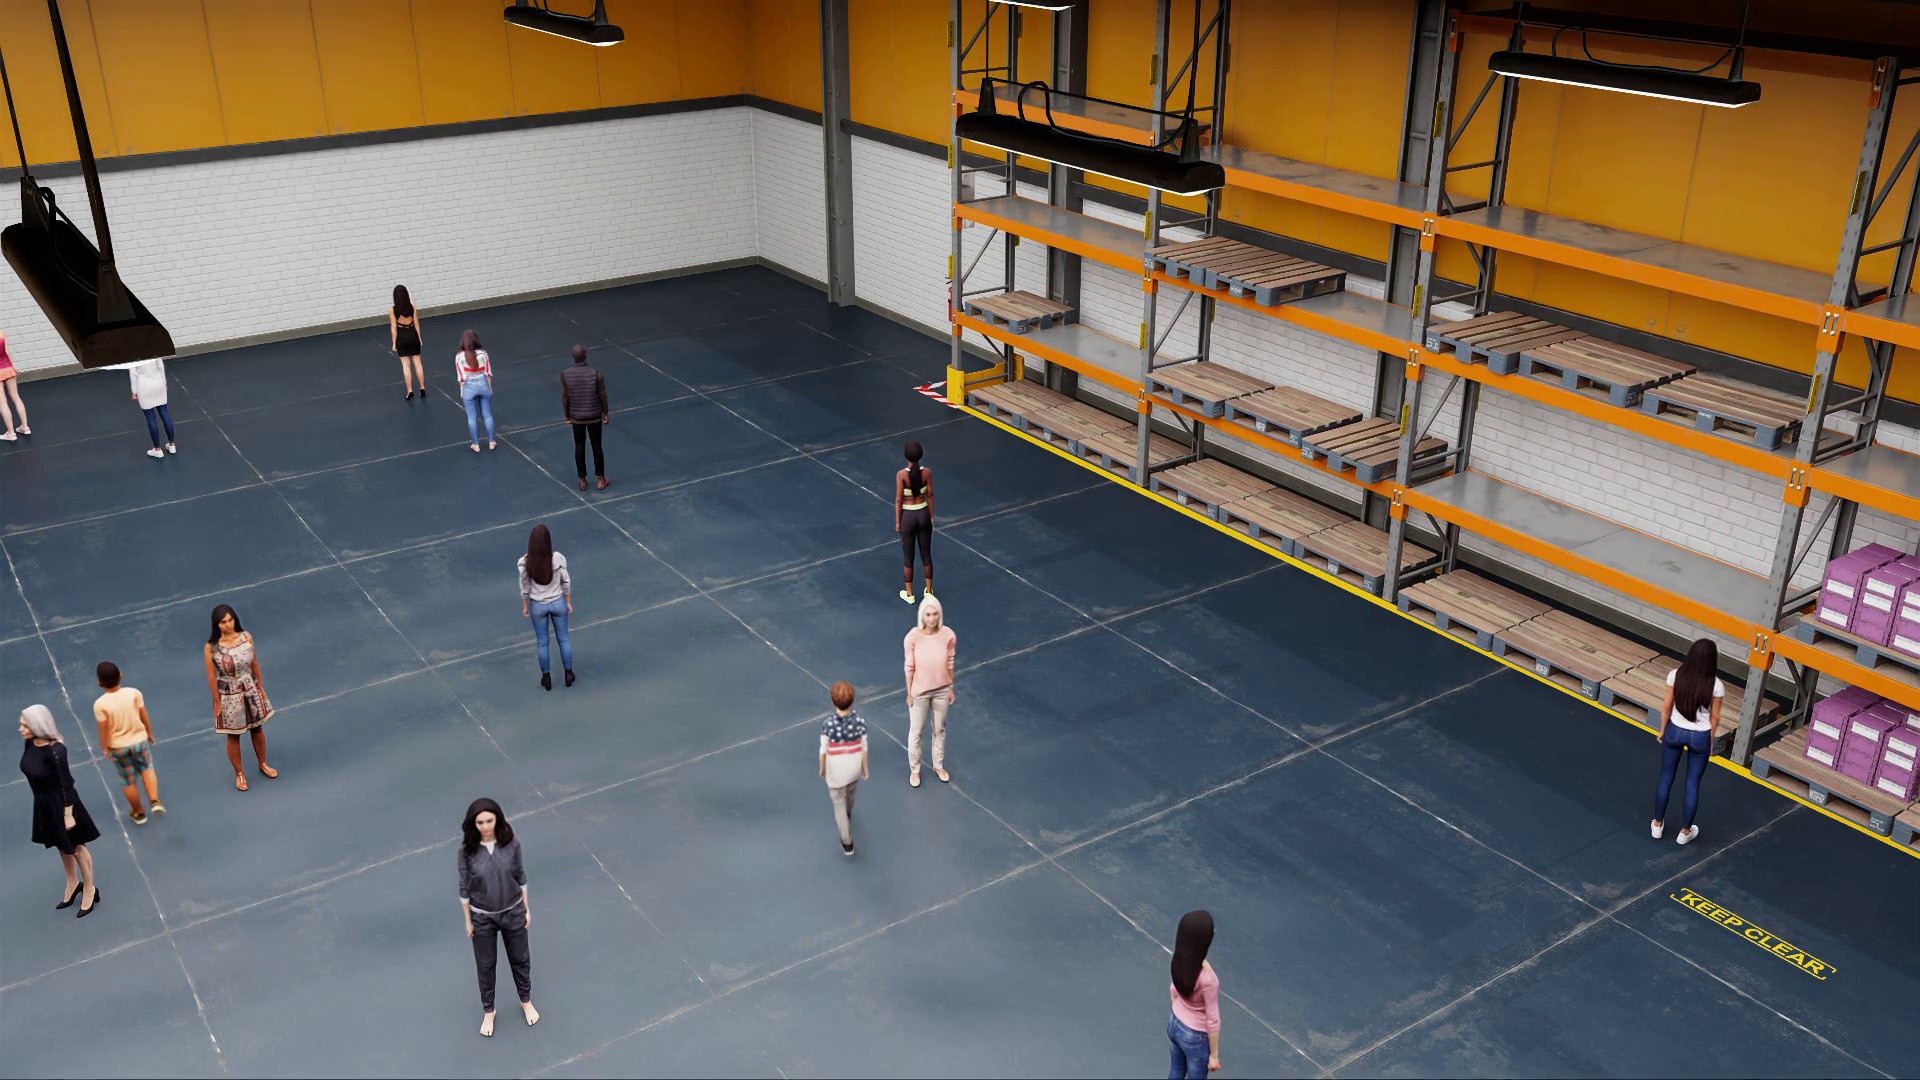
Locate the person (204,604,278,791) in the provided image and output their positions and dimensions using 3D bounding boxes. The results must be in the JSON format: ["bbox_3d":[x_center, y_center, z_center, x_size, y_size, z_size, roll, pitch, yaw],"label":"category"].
[{"bbox_3d":[-6.085,1.291,14.021,0.600,1.645,0.692,21,31,39],"label":"person"}]

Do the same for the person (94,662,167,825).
[{"bbox_3d":[-6.683,1.666,13.409,0.559,1.450,0.638,-18,29,-35],"label":"person"}]

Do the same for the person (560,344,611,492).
[{"bbox_3d":[-4.537,-1.496,20.160,0.779,1.836,0.777,-1,24,-3],"label":"person"}]

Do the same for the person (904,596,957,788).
[{"bbox_3d":[-0.252,1.248,14.022,0.664,1.724,0.638,-6,24,-13],"label":"person"}]

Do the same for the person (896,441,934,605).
[{"bbox_3d":[-0.464,-0.188,17.271,0.621,1.753,0.604,-7,25,-16],"label":"person"}]

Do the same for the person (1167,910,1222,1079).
[{"bbox_3d":[1.397,2.970,10.060,0.666,1.742,0.482,-12,26,-25],"label":"person"}]

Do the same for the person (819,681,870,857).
[{"bbox_3d":[-0.911,1.812,13.131,0.728,1.404,1.007,-6,24,-14],"label":"person"}]

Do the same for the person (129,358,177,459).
[{"bbox_3d":[-10.338,-1.936,21.242,0.625,1.774,0.671,17,29,34],"label":"person"}]

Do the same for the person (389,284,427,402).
[{"bbox_3d":[-7.740,-2.770,23.307,0.569,1.650,0.489,-14,27,-29],"label":"person"}]

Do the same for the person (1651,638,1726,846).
[{"bbox_3d":[5.764,1.587,13.184,0.562,1.775,0.709,17,29,33],"label":"person"}]

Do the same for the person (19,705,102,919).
[{"bbox_3d":[-6.673,1.989,12.297,0.634,1.747,0.745,13,27,28],"label":"person"}]

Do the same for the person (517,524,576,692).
[{"bbox_3d":[-3.855,0.624,15.565,0.664,1.631,0.615,-7,25,-16],"label":"person"}]

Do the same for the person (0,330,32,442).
[{"bbox_3d":[-12.607,-2.191,21.852,0.710,1.754,0.669,8,25,18],"label":"person"}]

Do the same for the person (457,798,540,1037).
[{"bbox_3d":[-3.102,2.487,11.138,0.632,1.765,0.578,-10,25,-21],"label":"person"}]

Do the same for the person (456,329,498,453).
[{"bbox_3d":[-6.240,-1.941,21.454,0.623,1.614,0.568,-10,26,-22],"label":"person"}]
